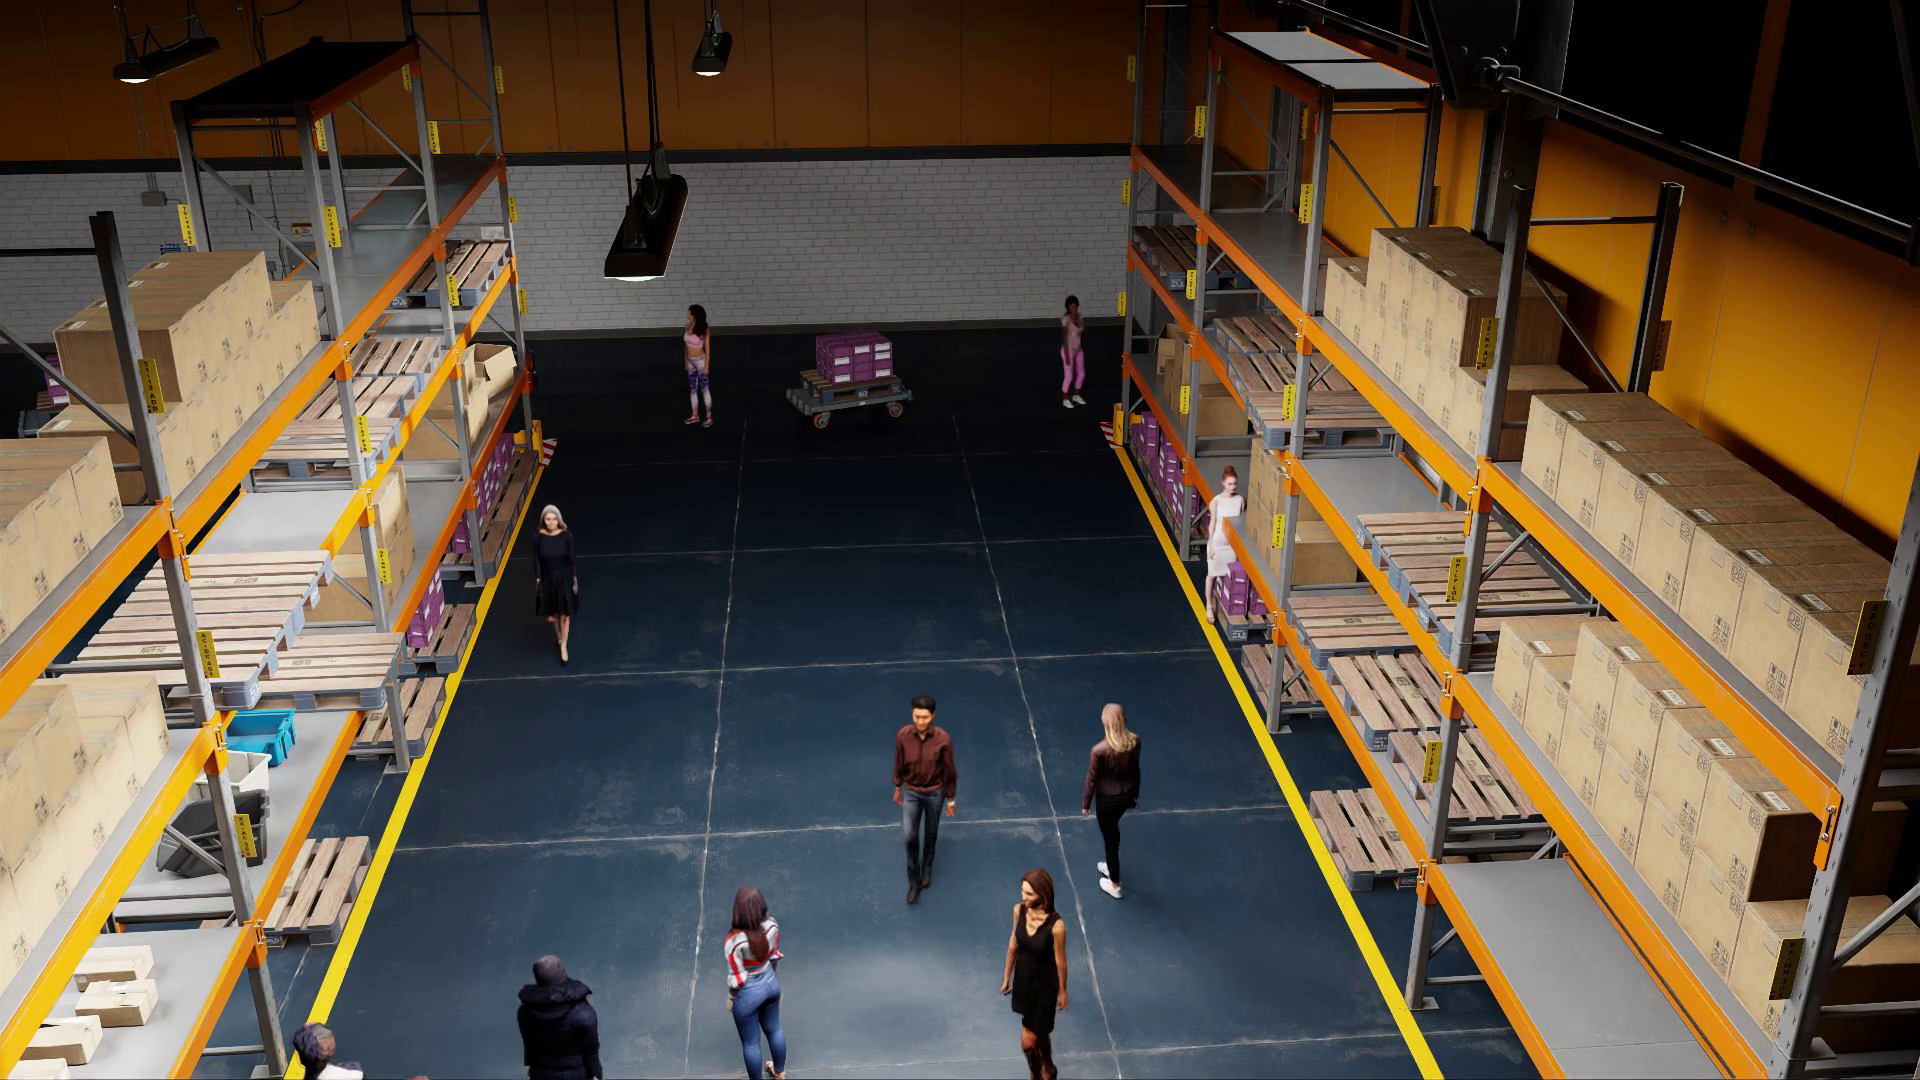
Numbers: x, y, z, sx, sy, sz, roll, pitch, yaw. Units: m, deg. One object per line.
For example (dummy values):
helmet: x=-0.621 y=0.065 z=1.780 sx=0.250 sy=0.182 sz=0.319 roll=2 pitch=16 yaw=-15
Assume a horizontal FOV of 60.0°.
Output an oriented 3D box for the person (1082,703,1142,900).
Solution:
person: x=1.261 y=2.091 z=13.112 sx=0.762 sy=1.694 sz=0.807 roll=-15 pitch=28 yaw=-30

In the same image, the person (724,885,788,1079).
person: x=-1.368 y=3.006 z=11.121 sx=0.667 sy=1.612 sz=0.704 roll=-21 pitch=31 yaw=-40

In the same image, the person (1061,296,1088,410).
person: x=1.606 y=-2.716 z=24.091 sx=0.815 sy=1.709 sz=0.774 roll=15 pitch=28 yaw=30

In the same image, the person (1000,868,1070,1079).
person: x=0.572 y=2.940 z=11.017 sx=0.760 sy=1.817 sz=0.820 roll=19 pitch=30 yaw=37

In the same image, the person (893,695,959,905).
person: x=-0.274 y=1.977 z=13.285 sx=0.761 sy=1.764 sz=0.841 roll=2 pitch=24 yaw=5

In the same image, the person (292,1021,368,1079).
person: x=-3.566 y=3.560 z=9.505 sx=0.834 sy=1.892 sz=0.758 roll=17 pitch=29 yaw=33

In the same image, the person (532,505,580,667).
person: x=-4.084 y=0.429 z=16.859 sx=0.623 sy=1.738 sz=0.765 roll=-4 pitch=24 yaw=-9

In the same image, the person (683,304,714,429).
person: x=-3.701 y=-2.475 z=23.461 sx=0.680 sy=1.770 sz=0.713 roll=14 pitch=27 yaw=30

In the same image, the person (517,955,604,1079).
person: x=-2.488 y=3.351 z=10.294 sx=0.813 sy=1.643 sz=1.127 roll=3 pitch=24 yaw=7

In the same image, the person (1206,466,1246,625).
person: x=2.790 y=0.060 z=17.635 sx=0.577 sy=1.793 sz=0.534 roll=-5 pitch=24 yaw=-12
